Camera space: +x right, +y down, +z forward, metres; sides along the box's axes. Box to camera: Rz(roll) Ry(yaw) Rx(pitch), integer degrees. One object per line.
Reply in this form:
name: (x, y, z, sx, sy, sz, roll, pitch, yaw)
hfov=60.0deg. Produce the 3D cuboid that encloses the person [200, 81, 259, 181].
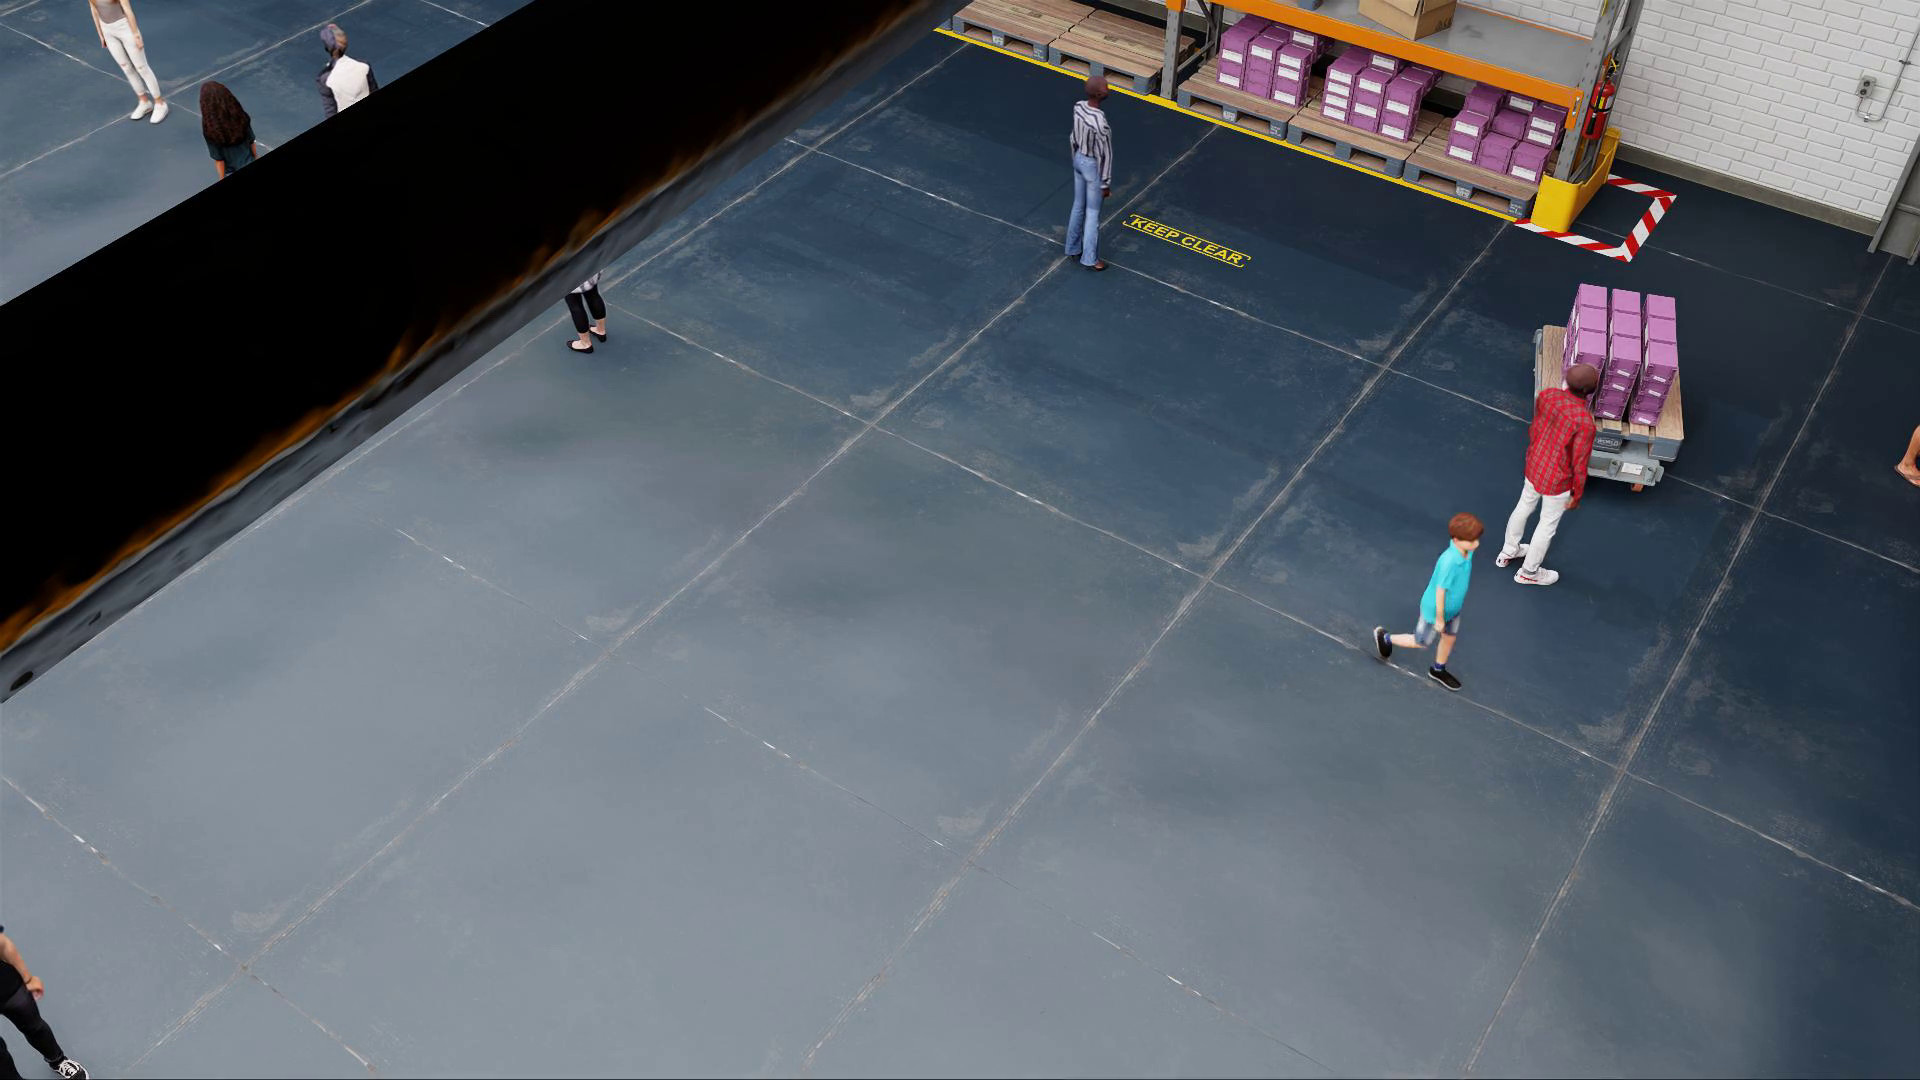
person: (-6.190, -3.184, 14.295, 0.591, 1.617, 0.598, 28, 50, 26)

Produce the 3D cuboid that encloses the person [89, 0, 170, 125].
person: (-8.056, -4.871, 15.993, 0.598, 1.716, 0.723, 7, 44, 8)

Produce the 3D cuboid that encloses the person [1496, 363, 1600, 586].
person: (4.018, -0.466, 11.295, 0.814, 1.819, 0.695, -17, 46, -17)

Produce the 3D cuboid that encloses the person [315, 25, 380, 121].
person: (-5.238, -3.584, 14.513, 0.739, 1.893, 0.680, -30, 51, -28)

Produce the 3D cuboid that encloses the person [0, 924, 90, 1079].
person: (-4.928, 2.291, 8.389, 0.552, 1.835, 0.667, 33, 53, 30)

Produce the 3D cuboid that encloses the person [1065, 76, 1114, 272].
person: (1.103, -3.103, 14.080, 0.759, 1.796, 0.617, -22, 48, -21)

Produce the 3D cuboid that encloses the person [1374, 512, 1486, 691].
person: (3.046, 0.364, 10.702, 0.887, 1.434, 0.617, 34, 53, 31)
